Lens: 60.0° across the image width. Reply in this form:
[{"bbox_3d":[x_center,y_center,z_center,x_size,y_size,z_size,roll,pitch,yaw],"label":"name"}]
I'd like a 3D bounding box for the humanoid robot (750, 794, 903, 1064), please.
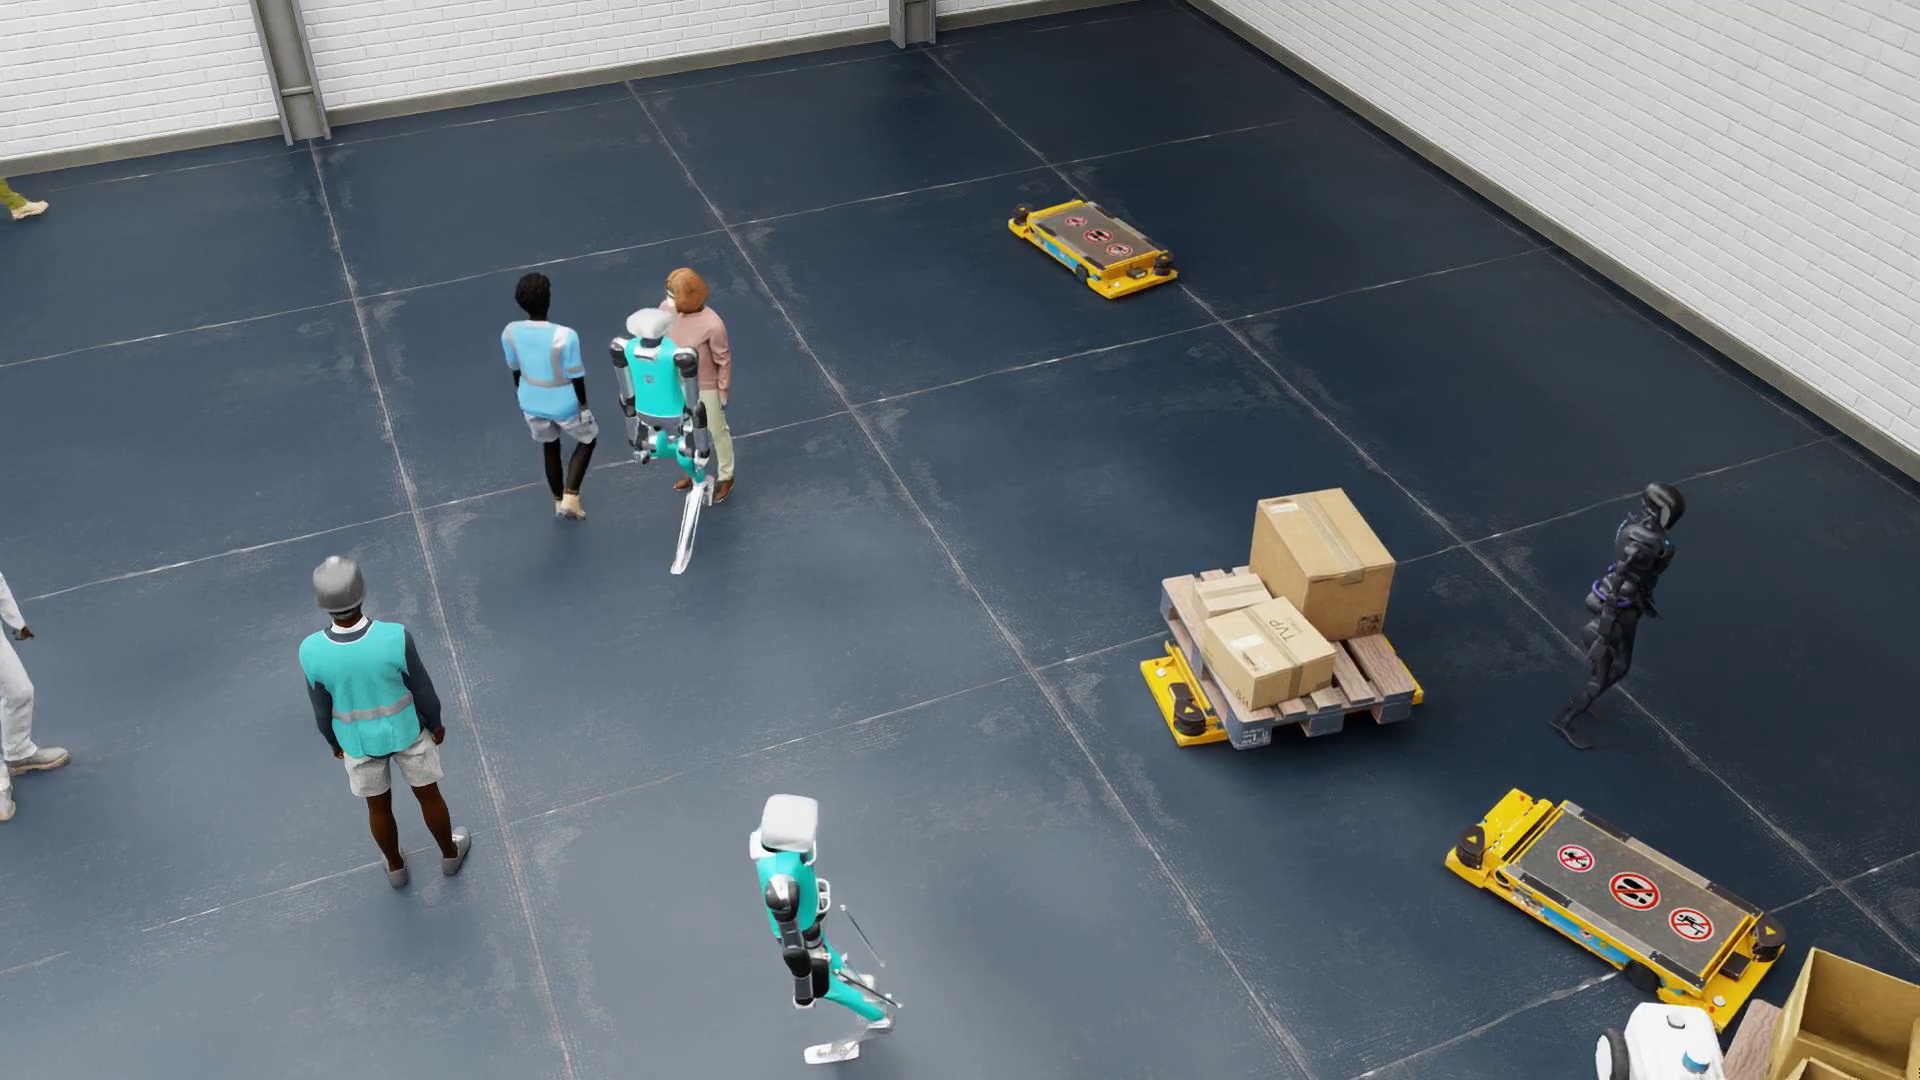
[{"bbox_3d":[-0.463,1.733,6.902,0.711,1.880,0.576,-2,38,-3],"label":"humanoid robot"}]

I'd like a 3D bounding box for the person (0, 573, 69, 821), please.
[{"bbox_3d":[-4.924,0.590,8.201,0.356,1.871,0.744,12,39,15],"label":"person"}]

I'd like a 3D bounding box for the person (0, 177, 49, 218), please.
[{"bbox_3d":[-8.173,-3.326,13.365,0.986,1.786,0.542,-12,39,-15],"label":"person"}]

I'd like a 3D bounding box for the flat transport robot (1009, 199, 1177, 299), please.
[{"bbox_3d":[1.055,-2.379,13.369,0.659,0.231,1.431,-21,42,-25],"label":"flat transport robot"}]

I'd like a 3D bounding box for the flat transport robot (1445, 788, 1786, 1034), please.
[{"bbox_3d":[3.149,1.726,8.027,1.431,0.231,0.659,31,47,34],"label":"flat transport robot"}]

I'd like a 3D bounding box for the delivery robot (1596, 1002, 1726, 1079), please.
[{"bbox_3d":[3.034,2.325,7.023,0.499,0.608,0.786,4,38,5],"label":"delivery robot"}]

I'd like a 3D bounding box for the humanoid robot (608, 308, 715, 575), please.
[{"bbox_3d":[-1.646,-0.725,10.050,0.539,1.801,0.924,10,39,13],"label":"humanoid robot"}]

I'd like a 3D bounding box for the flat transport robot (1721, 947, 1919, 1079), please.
[{"bbox_3d":[3.443,2.698,6.762,1.431,0.231,0.659,25,44,29],"label":"flat transport robot"}]

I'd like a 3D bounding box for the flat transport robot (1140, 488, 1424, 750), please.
[{"bbox_3d":[1.792,0.759,9.286,1.431,0.231,0.659,-9,38,-11],"label":"flat transport robot"}]

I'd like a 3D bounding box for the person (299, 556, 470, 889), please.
[{"bbox_3d":[-2.686,0.886,7.749,0.547,1.942,0.419,-9,39,-12],"label":"person"}]

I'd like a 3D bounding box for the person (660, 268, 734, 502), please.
[{"bbox_3d":[-1.647,-0.976,10.422,0.500,1.631,0.284,20,42,24],"label":"person"}]

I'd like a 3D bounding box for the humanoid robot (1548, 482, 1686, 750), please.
[{"bbox_3d":[3.436,0.371,8.635,0.312,1.642,0.608,30,46,33],"label":"humanoid robot"}]

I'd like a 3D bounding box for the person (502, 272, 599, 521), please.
[{"bbox_3d":[-2.510,-0.826,10.181,0.540,1.682,0.434,10,39,13],"label":"person"}]
